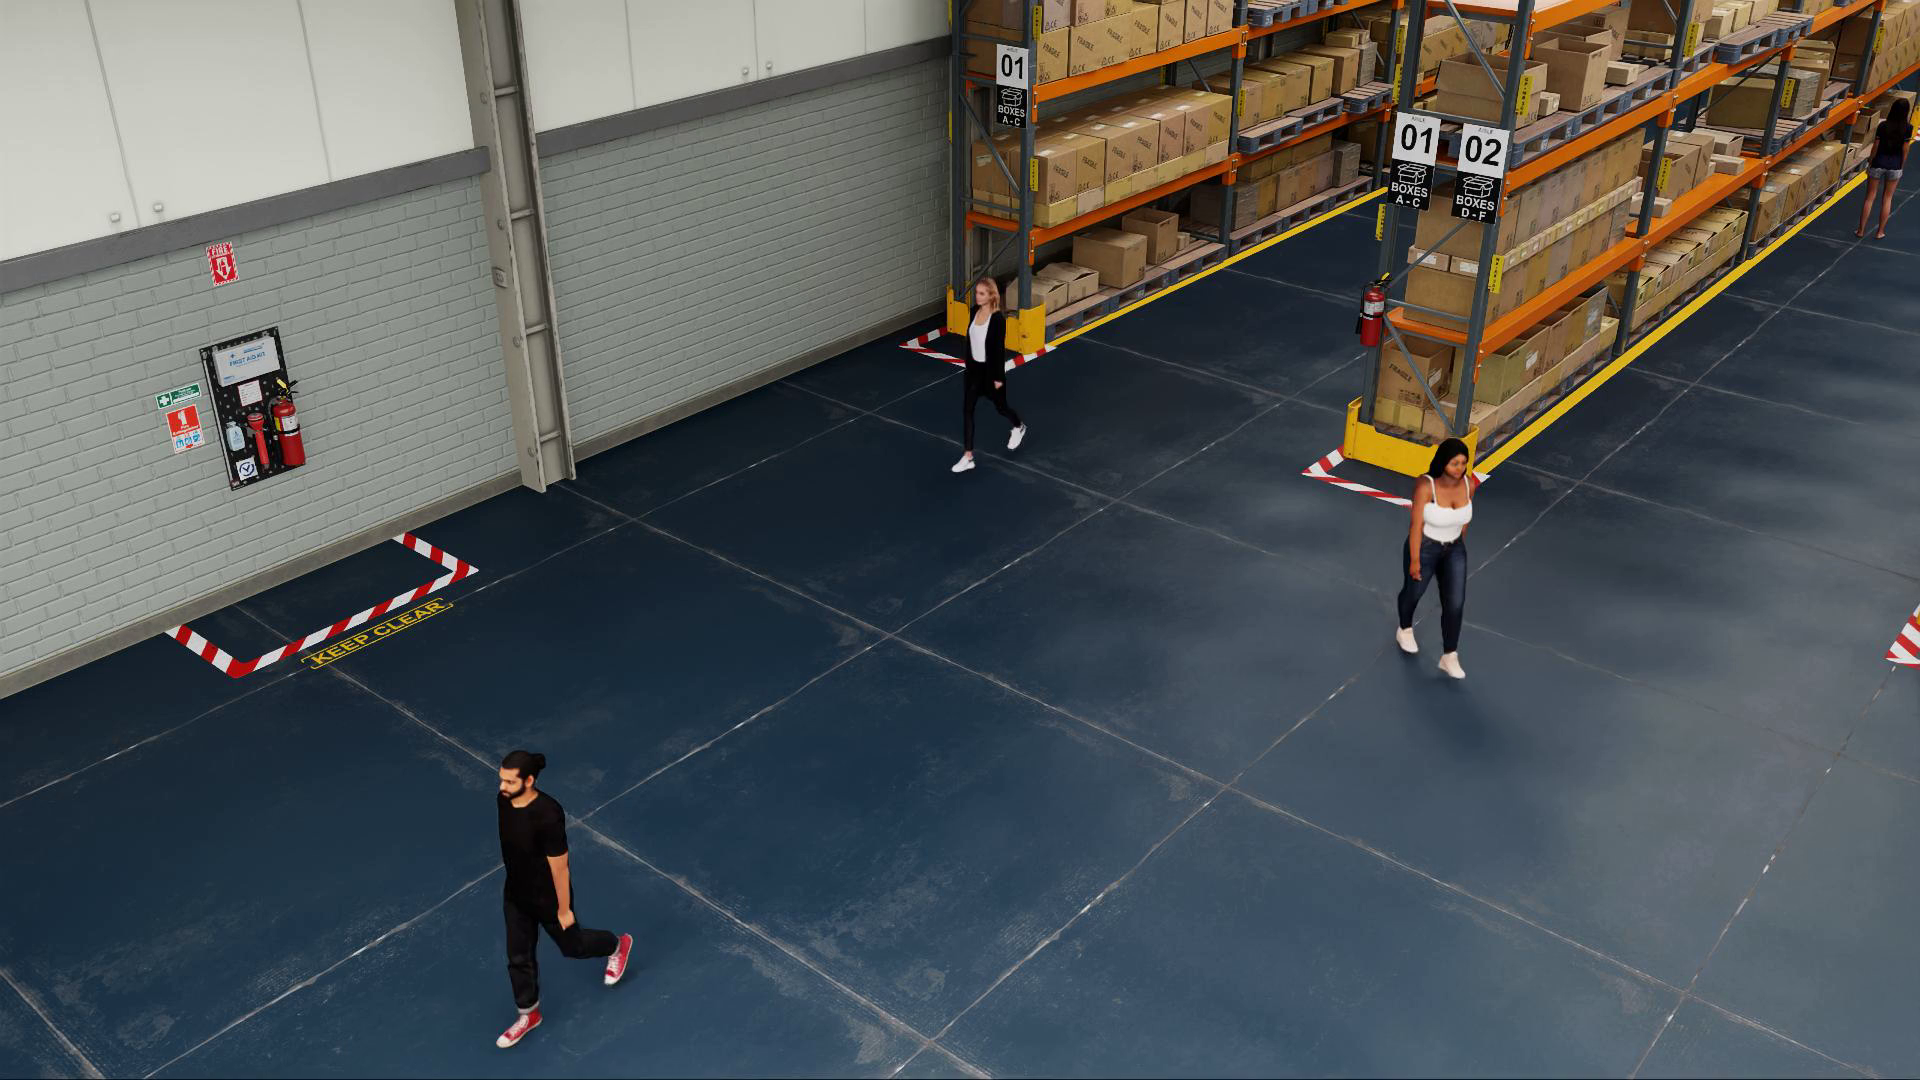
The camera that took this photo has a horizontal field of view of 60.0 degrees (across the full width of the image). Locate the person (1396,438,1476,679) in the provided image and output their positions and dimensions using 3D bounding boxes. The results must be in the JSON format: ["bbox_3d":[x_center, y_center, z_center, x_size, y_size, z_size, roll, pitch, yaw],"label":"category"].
[{"bbox_3d":[3.394,0.055,12.077,1.026,1.779,1.071,-3,28,-5],"label":"person"}]

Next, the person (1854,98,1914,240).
[{"bbox_3d":[11.689,-4.694,21.006,0.627,1.766,0.603,12,30,22],"label":"person"}]

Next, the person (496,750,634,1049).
[{"bbox_3d":[-2.151,1.822,8.811,0.689,1.731,1.125,18,33,30],"label":"person"}]

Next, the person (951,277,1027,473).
[{"bbox_3d":[0.311,-1.509,15.027,0.649,1.766,1.186,23,36,36],"label":"person"}]
